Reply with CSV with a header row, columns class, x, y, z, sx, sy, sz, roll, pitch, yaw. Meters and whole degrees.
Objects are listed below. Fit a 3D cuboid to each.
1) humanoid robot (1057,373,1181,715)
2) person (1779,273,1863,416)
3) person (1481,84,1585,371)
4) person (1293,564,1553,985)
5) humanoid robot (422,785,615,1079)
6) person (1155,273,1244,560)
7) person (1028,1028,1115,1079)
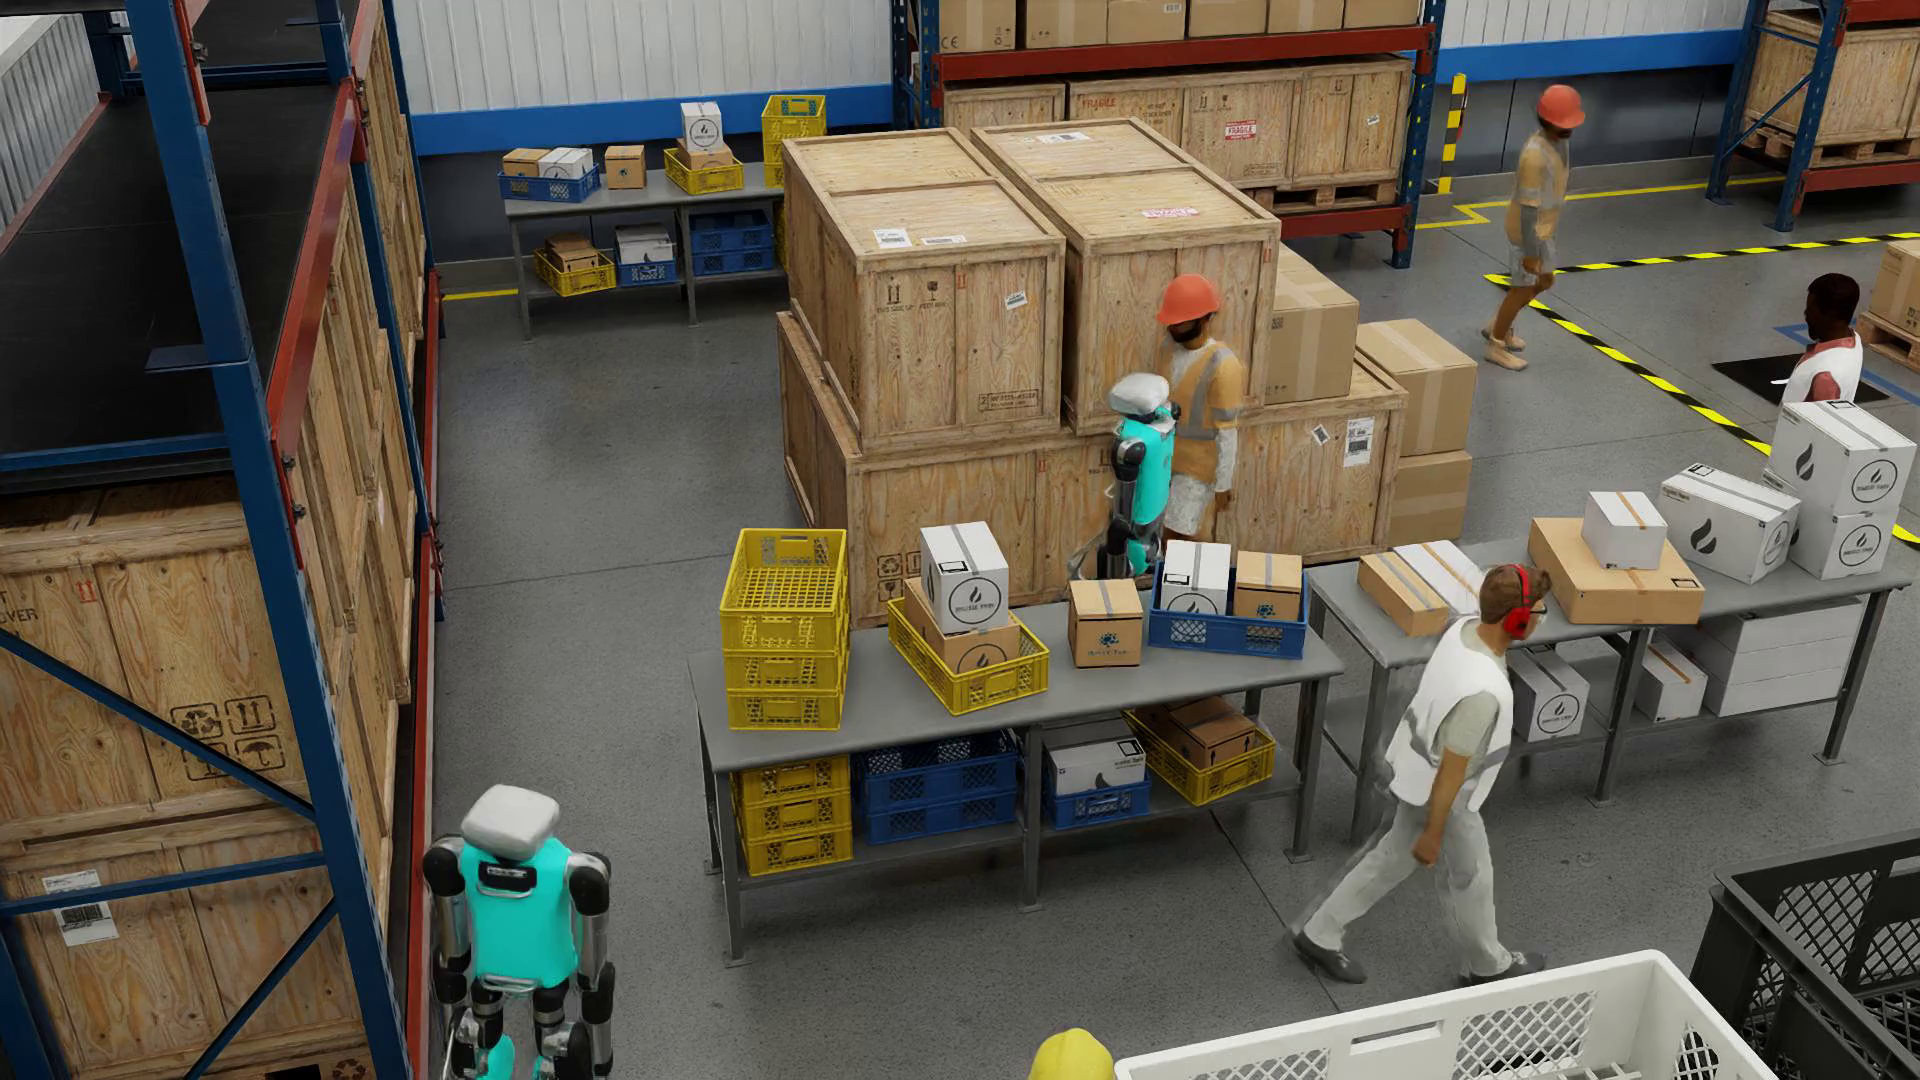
class,x,y,z,sx,sy,sz,roll,pitch,yaw
humanoid robot,0.619,0.091,7.492,0.658,1.861,0.556,14,32,24
person,4.100,-0.376,8.097,0.391,1.913,0.587,15,32,25
person,3.810,-2.060,11.069,0.505,1.994,0.662,17,33,28
person,1.723,0.880,5.949,0.942,1.784,0.568,2,29,4
humanoid robot,-1.283,1.578,4.758,0.560,1.746,1.045,4,29,7
person,1.030,-0.378,8.088,0.549,1.914,0.593,-14,32,-24
person,0.250,1.900,4.115,0.522,1.768,0.310,4,29,8
